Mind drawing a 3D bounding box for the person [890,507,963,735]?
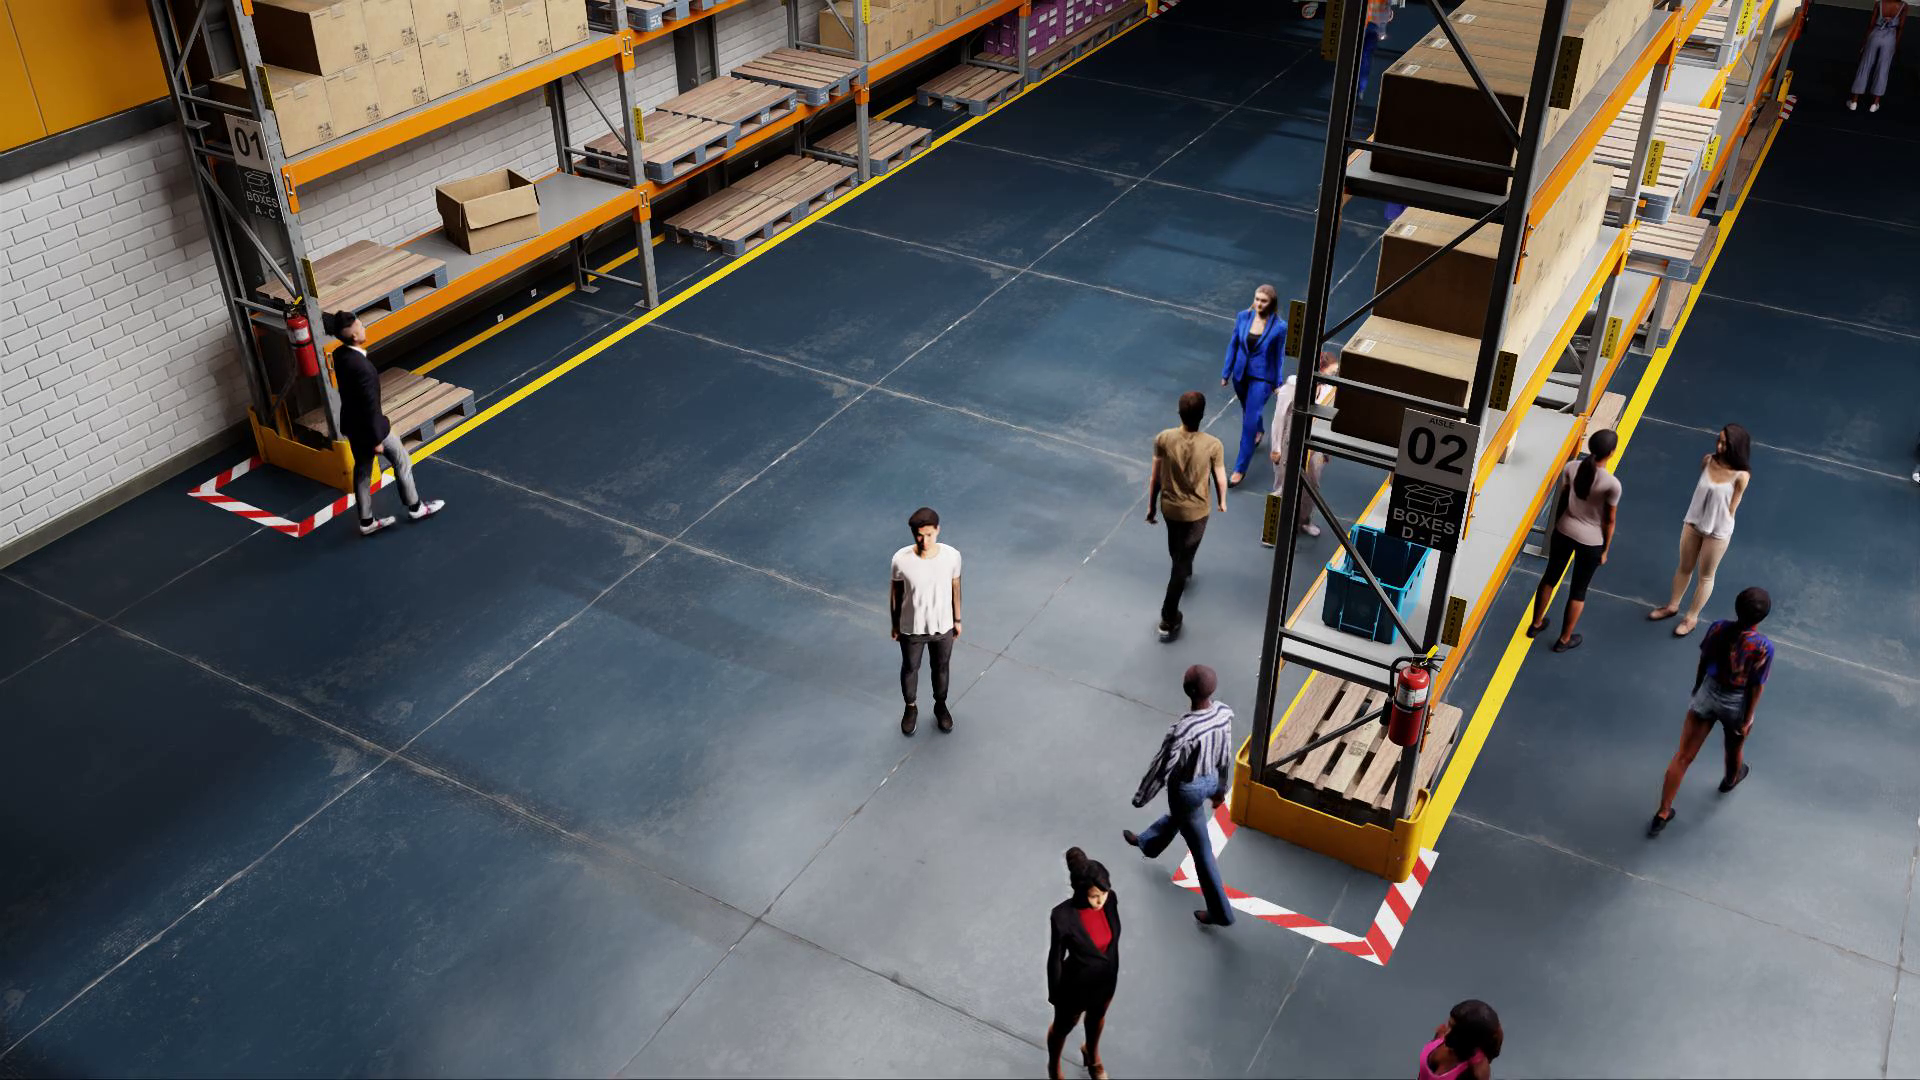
[{"bbox_3d":[-0.220,0.519,11.027,0.704,1.722,0.730,-4,34,-6],"label":"person"}]

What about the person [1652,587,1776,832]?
[{"bbox_3d":[4.608,1.080,10.212,1.230,1.689,0.852,-26,42,-33],"label":"person"}]

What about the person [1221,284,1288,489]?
[{"bbox_3d":[2.489,-1.372,13.926,0.696,1.661,1.149,21,39,29],"label":"person"}]

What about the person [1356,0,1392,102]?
[{"bbox_3d":[5.331,-6.686,21.758,0.888,1.841,0.935,-7,34,-11],"label":"person"}]

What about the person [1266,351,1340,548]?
[{"bbox_3d":[2.619,-0.723,12.943,0.744,1.668,0.786,2,34,4],"label":"person"}]

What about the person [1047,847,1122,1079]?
[{"bbox_3d":[0.633,2.247,8.504,0.662,1.637,0.729,-19,38,-27],"label":"person"}]

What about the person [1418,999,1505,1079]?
[{"bbox_3d":[2.319,2.718,7.735,0.992,1.703,0.987,-6,34,-9],"label":"person"}]

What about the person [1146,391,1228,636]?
[{"bbox_3d":[1.587,-0.153,11.974,0.766,1.792,1.270,15,36,21],"label":"person"}]

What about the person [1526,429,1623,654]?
[{"bbox_3d":[4.374,-0.004,11.794,0.637,1.743,0.659,-26,41,-33],"label":"person"}]

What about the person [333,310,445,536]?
[{"bbox_3d":[-4.713,-0.883,12.945,1.032,1.932,0.901,-27,42,-34],"label":"person"}]

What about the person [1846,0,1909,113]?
[{"bbox_3d":[11.871,-6.389,21.442,0.607,1.696,0.564,13,36,18],"label":"person"}]

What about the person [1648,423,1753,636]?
[{"bbox_3d":[5.421,-0.104,12.027,0.714,1.652,0.650,20,38,27],"label":"person"}]

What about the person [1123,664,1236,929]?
[{"bbox_3d":[1.394,1.524,9.495,1.197,1.743,0.943,-28,43,-35],"label":"person"}]
